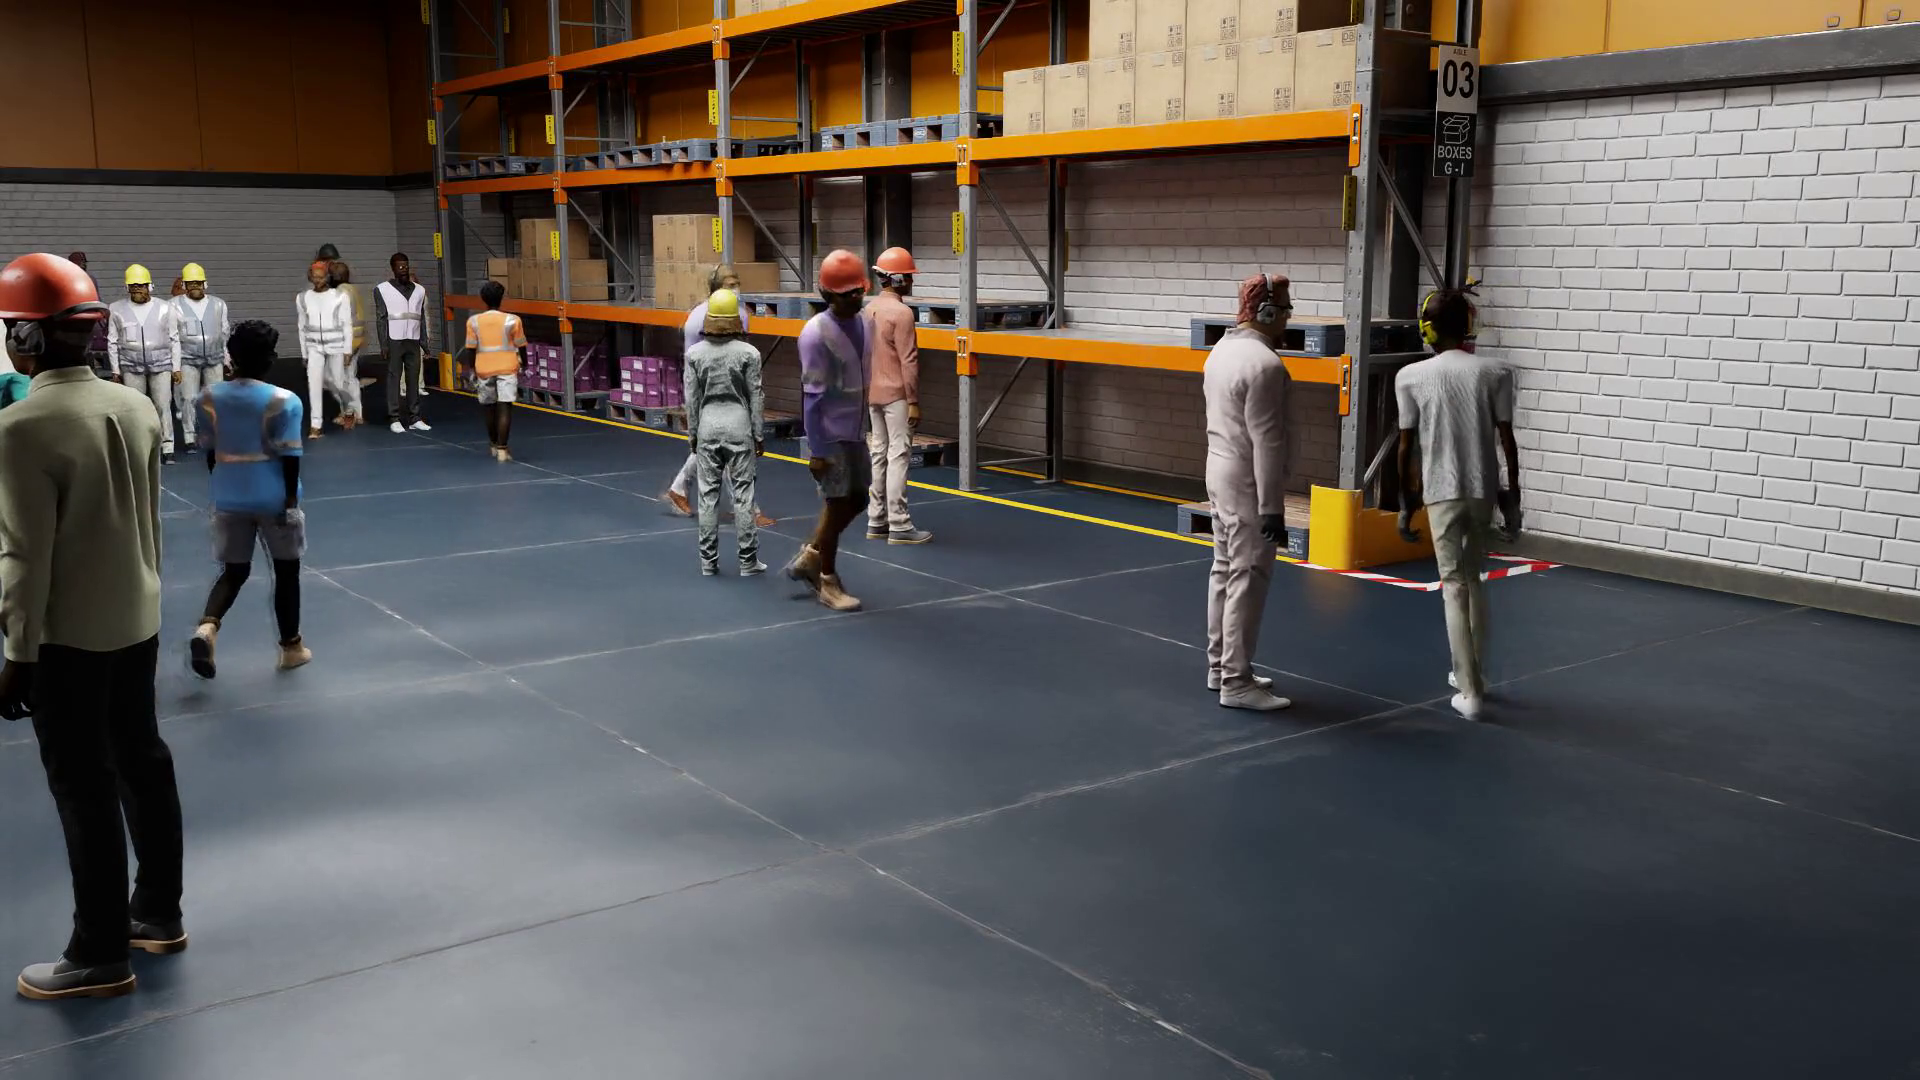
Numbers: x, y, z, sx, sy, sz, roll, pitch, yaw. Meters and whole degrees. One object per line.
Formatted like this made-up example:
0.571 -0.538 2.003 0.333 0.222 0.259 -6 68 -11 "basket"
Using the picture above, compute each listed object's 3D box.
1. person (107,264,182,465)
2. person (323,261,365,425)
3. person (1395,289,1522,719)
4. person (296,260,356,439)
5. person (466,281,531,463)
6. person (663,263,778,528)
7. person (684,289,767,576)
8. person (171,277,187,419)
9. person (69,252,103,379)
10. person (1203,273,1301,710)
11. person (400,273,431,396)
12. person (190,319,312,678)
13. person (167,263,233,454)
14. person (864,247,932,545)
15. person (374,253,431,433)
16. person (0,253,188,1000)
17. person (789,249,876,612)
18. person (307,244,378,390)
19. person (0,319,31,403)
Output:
-7.404 -1.580 15.123 0.601 1.830 0.404 -4 11 -23 "person"
-6.868 -2.171 18.462 0.491 1.818 0.652 -2 10 -8 "person"
2.146 -0.171 7.266 0.515 1.818 0.709 0 10 2 "person"
-6.655 -2.014 17.531 0.576 1.857 0.883 -1 10 -6 "person"
-4.284 -1.562 15.491 0.548 1.682 0.580 1 10 3 "person"
-1.781 -1.051 12.017 1.015 1.893 0.627 4 11 24 "person"
-1.418 -0.645 10.138 0.492 1.743 0.295 1 10 8 "person"
-8.940 -2.214 19.227 0.270 1.632 0.504 1 10 7 "person"
-11.985 -2.981 22.761 0.642 1.909 0.410 2 10 11 "person"
1.281 -0.206 7.263 0.400 1.896 0.648 -2 10 -9 "person"
-7.300 -2.730 22.126 0.507 1.631 0.268 -7 12 -35 "person"
-3.280 -0.174 7.667 0.528 1.677 0.653 1 10 4 "person"
-7.333 -1.746 16.049 0.600 1.832 0.404 -7 13 -36 "person"
-0.444 -0.968 11.238 0.382 1.993 0.622 -6 12 -32 "person"
-6.005 -2.124 17.931 0.391 1.919 0.590 8 13 38 "person"
-2.374 0.236 4.495 0.382 1.995 0.612 1 10 6 "person"
-0.712 -0.586 9.118 0.730 1.991 0.678 6 12 30 "person"
-8.546 -3.067 22.870 0.943 2.000 0.710 2 10 11 "person"
-8.449 -1.456 14.682 0.532 1.746 0.669 -10 14 -43 "person"
